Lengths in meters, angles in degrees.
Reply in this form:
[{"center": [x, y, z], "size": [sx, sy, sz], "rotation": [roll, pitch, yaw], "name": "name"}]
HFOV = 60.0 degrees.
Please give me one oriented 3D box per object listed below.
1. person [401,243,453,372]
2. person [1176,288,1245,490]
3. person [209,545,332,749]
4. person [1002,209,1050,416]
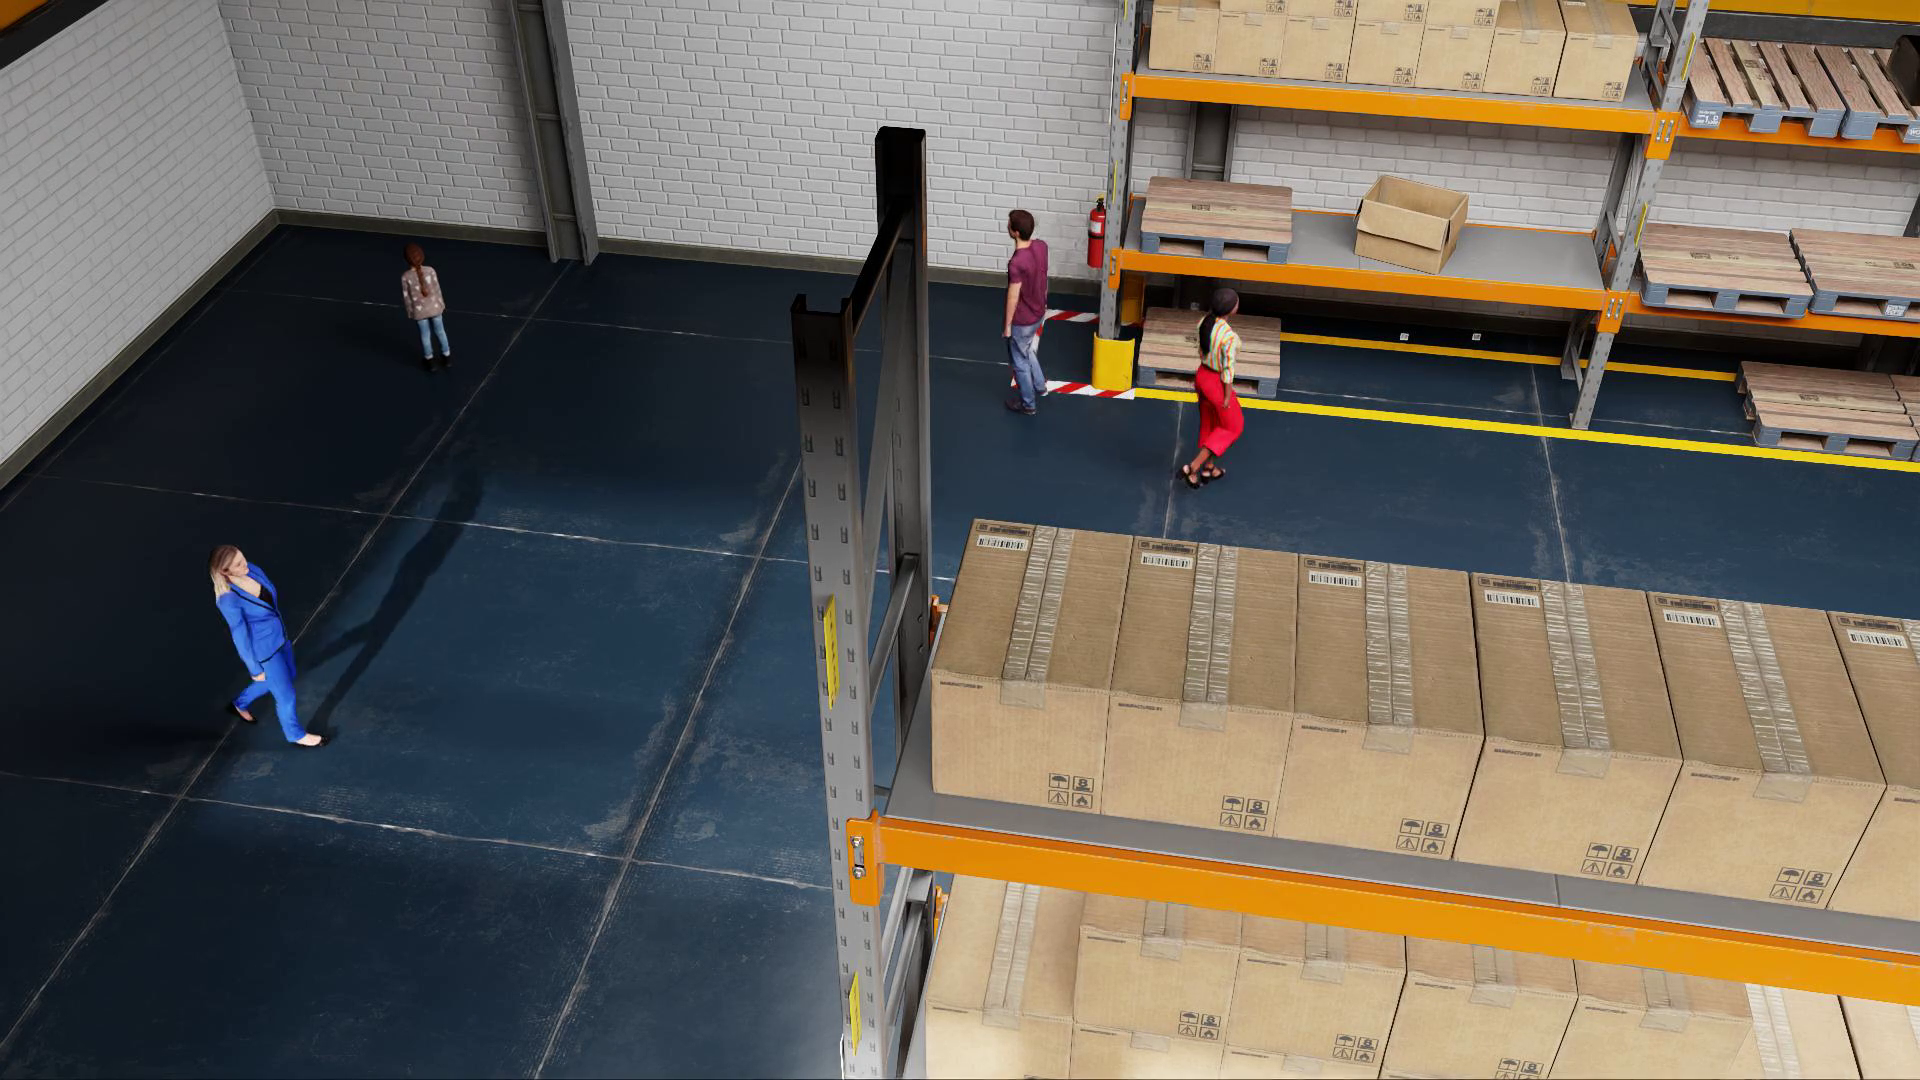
[{"center": [-4.584, -2.002, 14.278], "size": [0.536, 1.193, 0.612], "rotation": [-16, 41, -19], "name": "person"}, {"center": [1.884, -1.114, 12.693], "size": [0.899, 1.782, 0.831], "rotation": [-21, 43, -24], "name": "person"}, {"center": [-4.487, 0.690, 10.513], "size": [0.938, 1.684, 0.758], "rotation": [-2, 39, -3], "name": "person"}, {"center": [0.605, -1.819, 13.534], "size": [0.775, 1.834, 0.775], "rotation": [21, 43, 25], "name": "person"}]
